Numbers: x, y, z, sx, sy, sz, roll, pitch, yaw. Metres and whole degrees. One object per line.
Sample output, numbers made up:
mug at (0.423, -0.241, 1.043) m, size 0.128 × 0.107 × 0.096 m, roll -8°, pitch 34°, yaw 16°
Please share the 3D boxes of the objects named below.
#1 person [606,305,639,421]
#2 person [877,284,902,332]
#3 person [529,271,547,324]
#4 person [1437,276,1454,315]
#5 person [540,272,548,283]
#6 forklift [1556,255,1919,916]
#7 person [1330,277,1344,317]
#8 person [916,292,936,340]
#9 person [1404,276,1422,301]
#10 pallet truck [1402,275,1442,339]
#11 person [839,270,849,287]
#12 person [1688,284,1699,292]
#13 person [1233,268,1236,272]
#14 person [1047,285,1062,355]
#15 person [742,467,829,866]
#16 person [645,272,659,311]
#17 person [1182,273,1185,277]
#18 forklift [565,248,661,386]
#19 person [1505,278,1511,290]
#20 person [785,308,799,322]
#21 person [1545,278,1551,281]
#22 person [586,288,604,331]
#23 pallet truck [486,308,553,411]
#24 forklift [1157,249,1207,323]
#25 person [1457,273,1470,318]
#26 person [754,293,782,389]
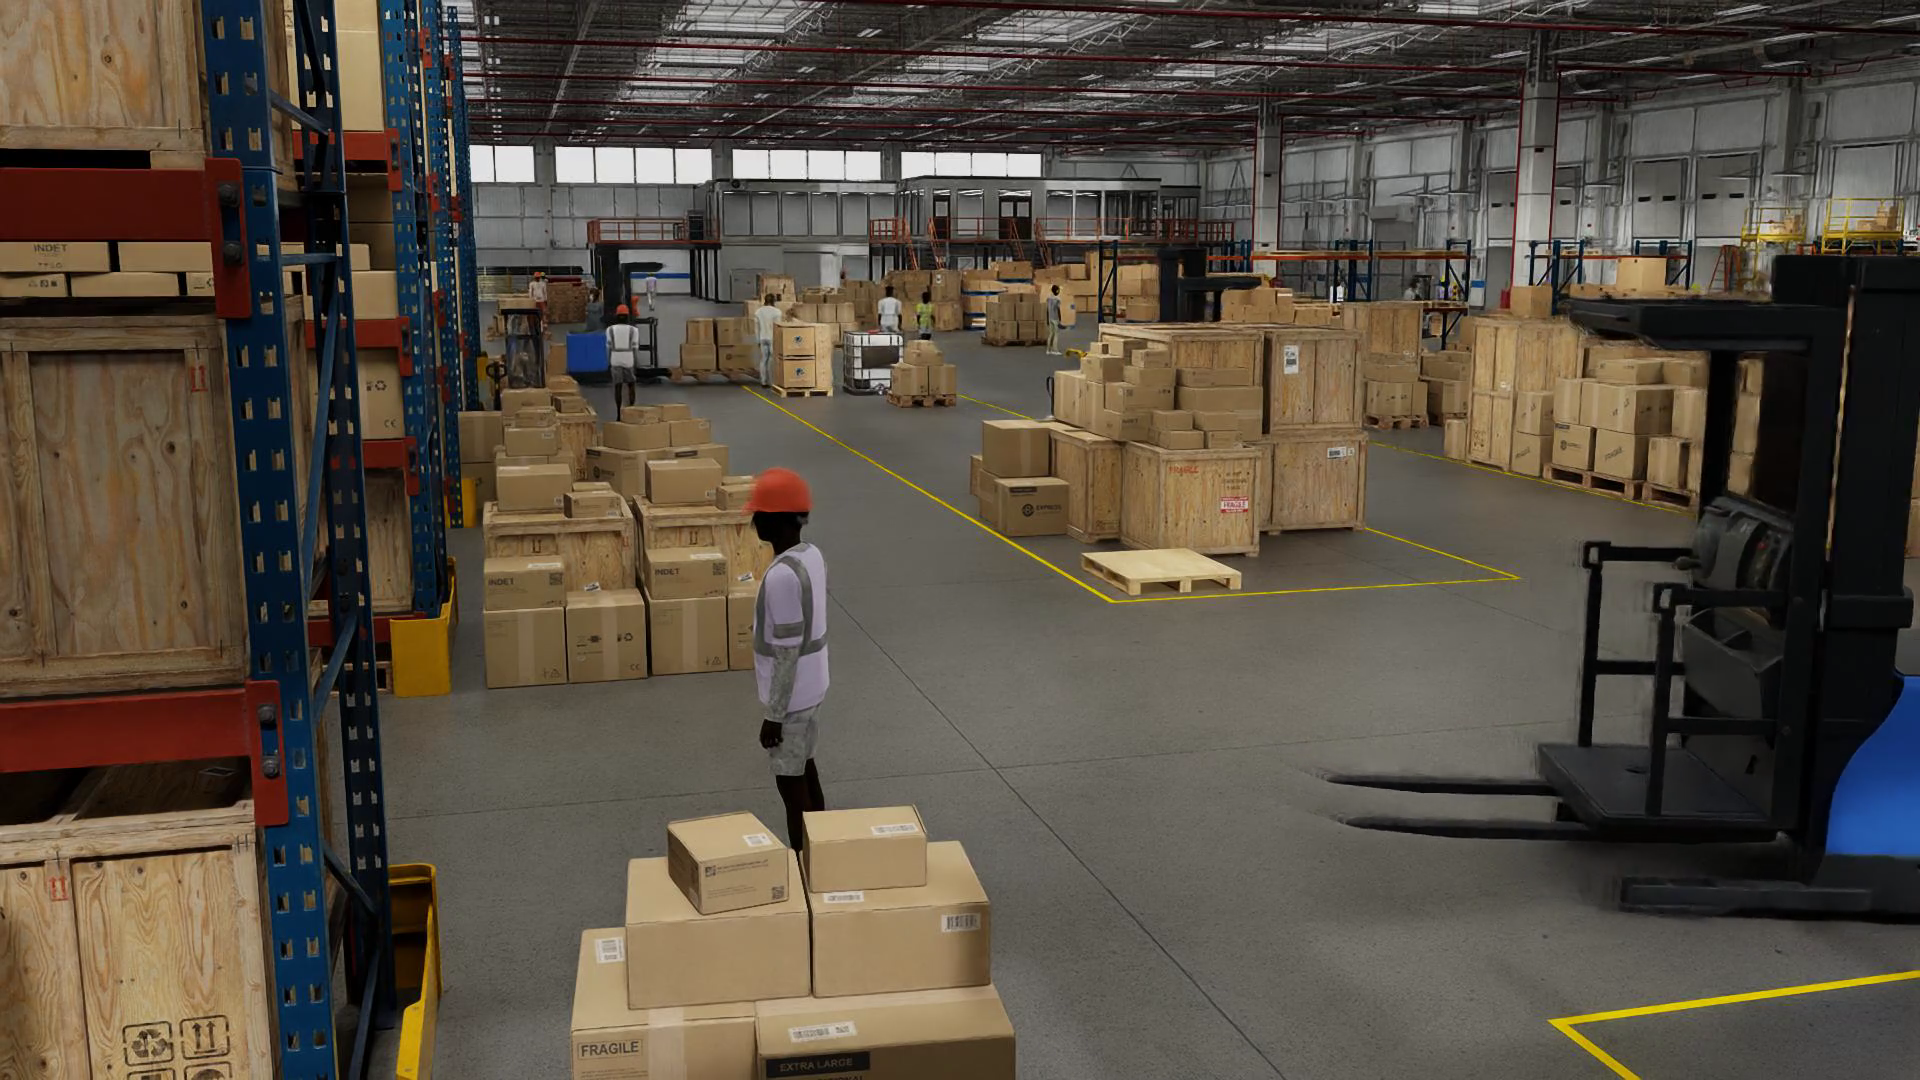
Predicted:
person at (-5.584, -2.944, 27.626) m, size 0.564 × 1.899 × 0.922 m, roll -1°, pitch 10°, yaw -4°
person at (-1.749, -5.350, 41.157) m, size 0.614 × 1.935 × 0.487 m, roll -1°, pitch 10°, yaw -7°
person at (-14.720, -8.368, 58.063) m, size 0.612 × 1.996 × 0.389 m, roll -5°, pitch 11°, yaw -26°
person at (15.772, -7.644, 54.185) m, size 0.388 × 1.918 × 0.582 m, roll -9°, pitch 14°, yaw -43°
person at (-18.429, -10.973, 73.551) m, size 0.483 × 1.736 × 0.311 m, roll -4°, pitch 11°, yaw -19°
forklift at (3.820, 0.151, 7.321) m, size 1.873 × 2.768 × 1.129 m, roll 1°, pitch 10°, yaw 4°
person at (12.342, -7.675, 54.453) m, size 0.586 × 1.882 × 0.342 m, roll -6°, pitch 12°, yaw -30°
person at (-0.876, -5.631, 43.426) m, size 0.560 × 1.686 × 0.381 m, roll -7°, pitch 12°, yaw -33°
person at (12.860, -6.449, 47.069) m, size 0.581 × 2.000 × 0.712 m, roll 6°, pitch 12°, yaw 31°
pallet truck at (14.620, -7.324, 52.145) m, size 0.823 × 1.965 × 1.885 m, roll 8°, pitch 13°, yaw 40°
person at (-4.775, -10.235, 68.999) m, size 0.534 × 1.885 × 0.954 m, roll 8°, pitch 13°, yaw 37°
person at (19.486, -5.821, 43.936) m, size 0.688 × 1.898 × 0.618 m, roll 0°, pitch 10°, yaw 2°
person at (13.909, -12.959, 84.481) m, size 0.507 × 1.847 × 0.351 m, roll 6°, pitch 12°, yaw 33°
person at (2.500, -5.830, 44.088) m, size 0.330 × 1.860 × 0.539 m, roll -8°, pitch 13°, yaw -38°
person at (-0.745, 0.650, 7.153) m, size 0.349 × 1.942 × 0.543 m, roll 1°, pitch 10°, yaw 7°
person at (-13.726, -11.109, 74.082) m, size 0.609 × 1.812 × 0.470 m, roll -2°, pitch 10°, yaw -12°
person at (8.411, -9.071, 62.367) m, size 0.356 × 1.883 × 0.573 m, roll -6°, pitch 11°, yaw -29°
forklift at (-7.222, -4.636, 34.424) m, size 1.873 × 2.768 × 1.129 m, roll -3°, pitch 10°, yaw -15°
person at (22.186, -9.829, 66.799) m, size 0.653 × 1.841 × 0.453 m, roll -3°, pitch 10°, yaw -16°
person at (-3.407, -3.931, 33.977) m, size 0.575 × 1.613 × 0.530 m, roll -2°, pitch 10°, yaw -9°
person at (17.061, -6.643, 48.435) m, size 0.387 × 1.947 × 0.604 m, roll 5°, pitch 11°, yaw 28°
person at (-8.190, -4.700, 37.454) m, size 0.632 × 1.940 × 0.372 m, roll 8°, pitch 13°, yaw 38°
pallet truck at (-6.242, -2.418, 24.362) m, size 0.823 × 1.965 × 1.885 m, roll 1°, pitch 10°, yaw 3°
forklift at (3.229, -2.869, 24.419) m, size 1.873 × 2.768 × 1.129 m, roll 7°, pitch 12°, yaw 36°
person at (20.077, -9.724, 66.276) m, size 0.508 × 1.819 × 1.012 m, roll 1°, pitch 10°, yaw 5°
person at (-3.842, -4.008, 33.541) m, size 0.629 × 1.937 × 0.379 m, roll 5°, pitch 11°, yaw 26°
